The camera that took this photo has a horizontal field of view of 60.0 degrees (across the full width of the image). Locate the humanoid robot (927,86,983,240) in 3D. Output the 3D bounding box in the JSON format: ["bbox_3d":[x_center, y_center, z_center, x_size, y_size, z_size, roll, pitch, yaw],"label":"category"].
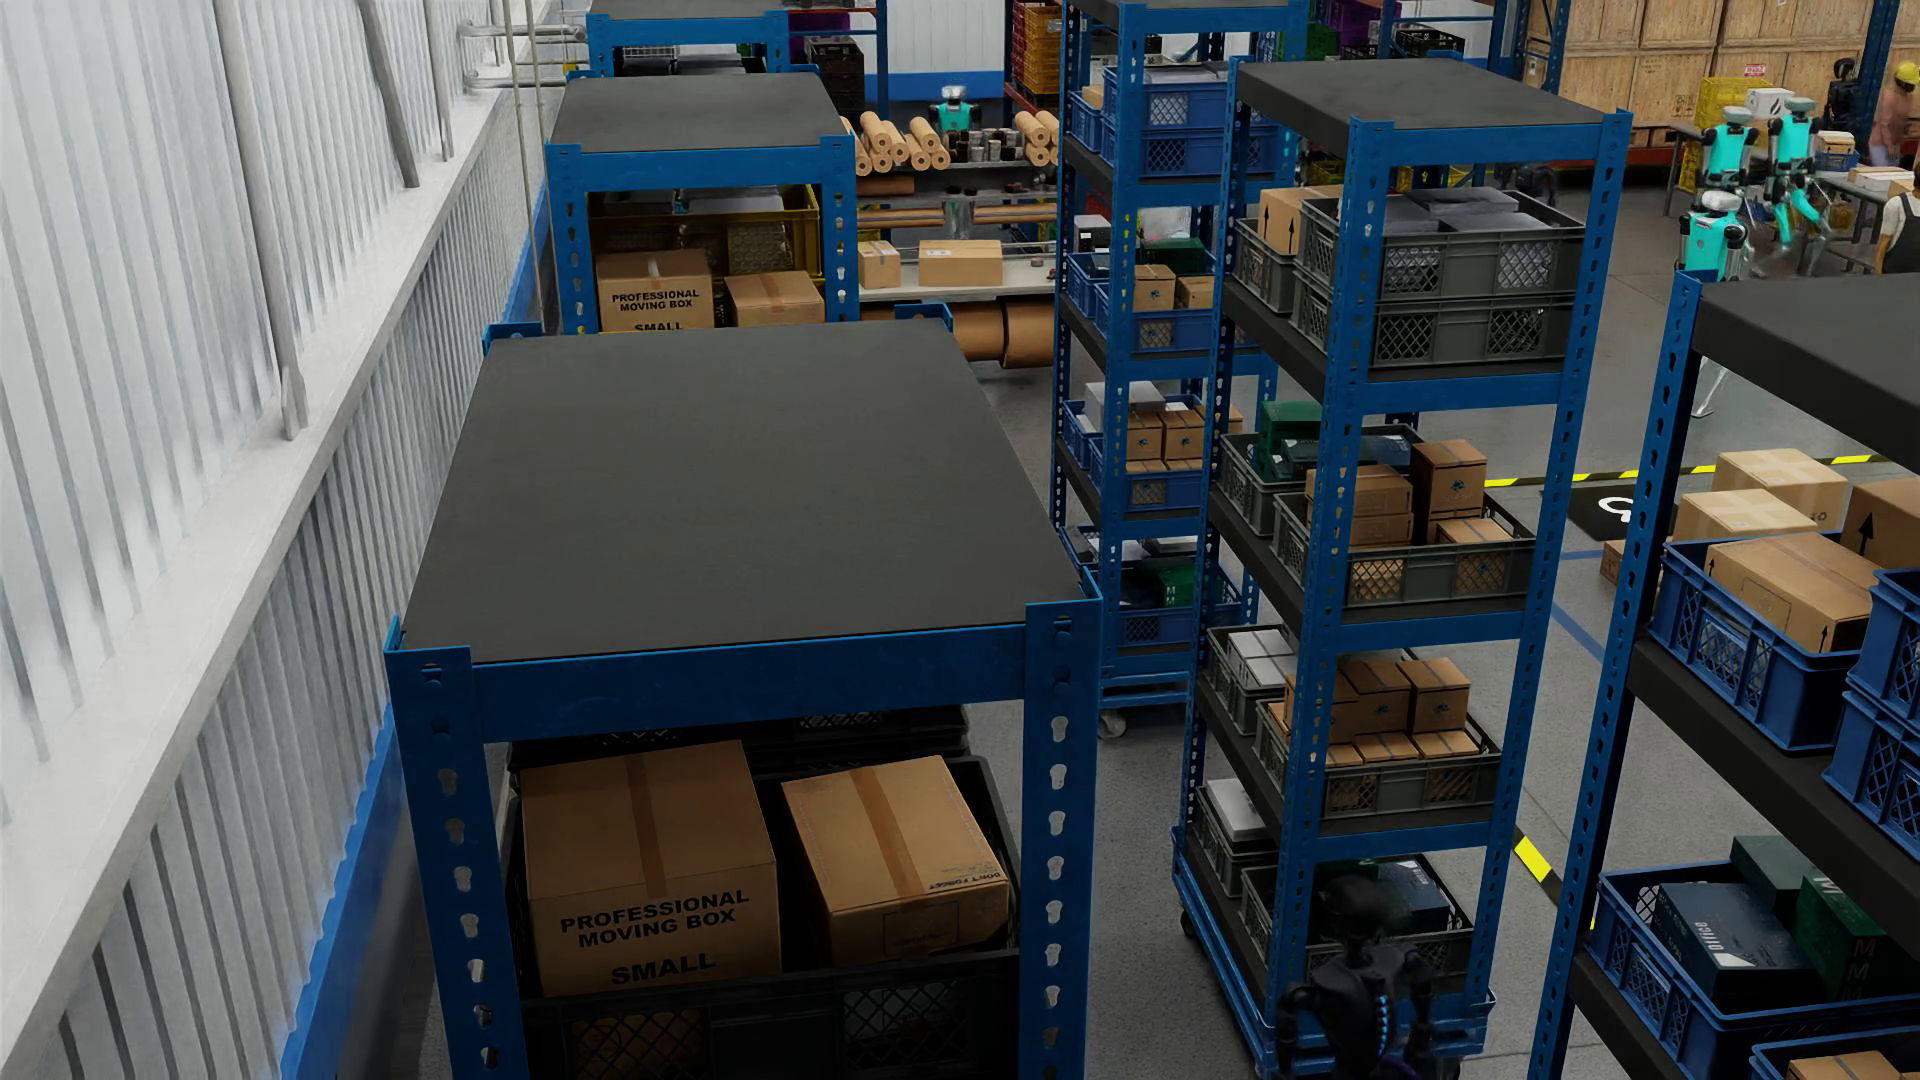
[{"bbox_3d":[-0.012,-3.692,16.609,0.546,1.739,1.040,3,25,6],"label":"humanoid robot"}]

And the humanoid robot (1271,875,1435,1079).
[{"bbox_3d":[1.149,1.705,4.927,0.589,1.637,0.626,-10,27,-21],"label":"humanoid robot"}]

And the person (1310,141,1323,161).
[{"bbox_3d":[3.902,-4.533,18.179,0.384,1.917,0.589,4,25,8],"label":"person"}]

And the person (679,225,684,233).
[{"bbox_3d":[-2.570,-2.865,14.669,0.535,1.823,0.972,-7,26,-15],"label":"person"}]

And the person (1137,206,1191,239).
[{"bbox_3d":[1.558,-2.065,12.930,0.534,1.817,0.971,14,28,28],"label":"person"}]

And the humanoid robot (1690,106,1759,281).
[{"bbox_3d":[7.005,-2.968,15.048,0.532,1.784,0.994,-5,25,-10],"label":"humanoid robot"}]

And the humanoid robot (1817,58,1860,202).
[{"bbox_3d":[9.732,-4.498,18.421,0.748,1.629,0.605,-3,25,-6],"label":"humanoid robot"}]

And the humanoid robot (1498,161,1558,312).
[{"bbox_3d":[4.887,-2.758,14.608,0.486,1.646,0.596,-18,30,-34],"label":"humanoid robot"}]

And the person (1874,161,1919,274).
[{"bbox_3d":[7.275,-2.041,12.865,0.505,1.841,0.350,-5,25,-11],"label":"person"}]

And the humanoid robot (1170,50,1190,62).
[{"bbox_3d":[2.583,-4.388,18.211,0.731,1.893,0.544,0,25,0],"label":"humanoid robot"}]

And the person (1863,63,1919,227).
[{"bbox_3d":[9.850,-4.167,17.609,0.534,1.732,0.377,-15,29,-29],"label":"person"}]

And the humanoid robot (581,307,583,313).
[{"bbox_3d":[-2.247,-1.083,10.992,0.594,1.637,0.706,-10,27,-21],"label":"humanoid robot"}]

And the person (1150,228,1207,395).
[{"bbox_3d":[1.397,-1.119,10.837,0.596,1.849,0.393,-4,25,-8],"label":"person"}]

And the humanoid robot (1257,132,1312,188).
[{"bbox_3d":[3.142,-3.460,16.198,0.536,1.895,0.741,6,25,14],"label":"humanoid robot"}]

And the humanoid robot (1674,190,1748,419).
[{"bbox_3d":[5.563,-1.735,12.156,0.735,1.674,0.533,-12,27,-24],"label":"humanoid robot"}]

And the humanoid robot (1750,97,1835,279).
[{"bbox_3d":[7.873,-3.162,15.459,0.539,1.752,0.991,-6,25,-13],"label":"humanoid robot"}]
